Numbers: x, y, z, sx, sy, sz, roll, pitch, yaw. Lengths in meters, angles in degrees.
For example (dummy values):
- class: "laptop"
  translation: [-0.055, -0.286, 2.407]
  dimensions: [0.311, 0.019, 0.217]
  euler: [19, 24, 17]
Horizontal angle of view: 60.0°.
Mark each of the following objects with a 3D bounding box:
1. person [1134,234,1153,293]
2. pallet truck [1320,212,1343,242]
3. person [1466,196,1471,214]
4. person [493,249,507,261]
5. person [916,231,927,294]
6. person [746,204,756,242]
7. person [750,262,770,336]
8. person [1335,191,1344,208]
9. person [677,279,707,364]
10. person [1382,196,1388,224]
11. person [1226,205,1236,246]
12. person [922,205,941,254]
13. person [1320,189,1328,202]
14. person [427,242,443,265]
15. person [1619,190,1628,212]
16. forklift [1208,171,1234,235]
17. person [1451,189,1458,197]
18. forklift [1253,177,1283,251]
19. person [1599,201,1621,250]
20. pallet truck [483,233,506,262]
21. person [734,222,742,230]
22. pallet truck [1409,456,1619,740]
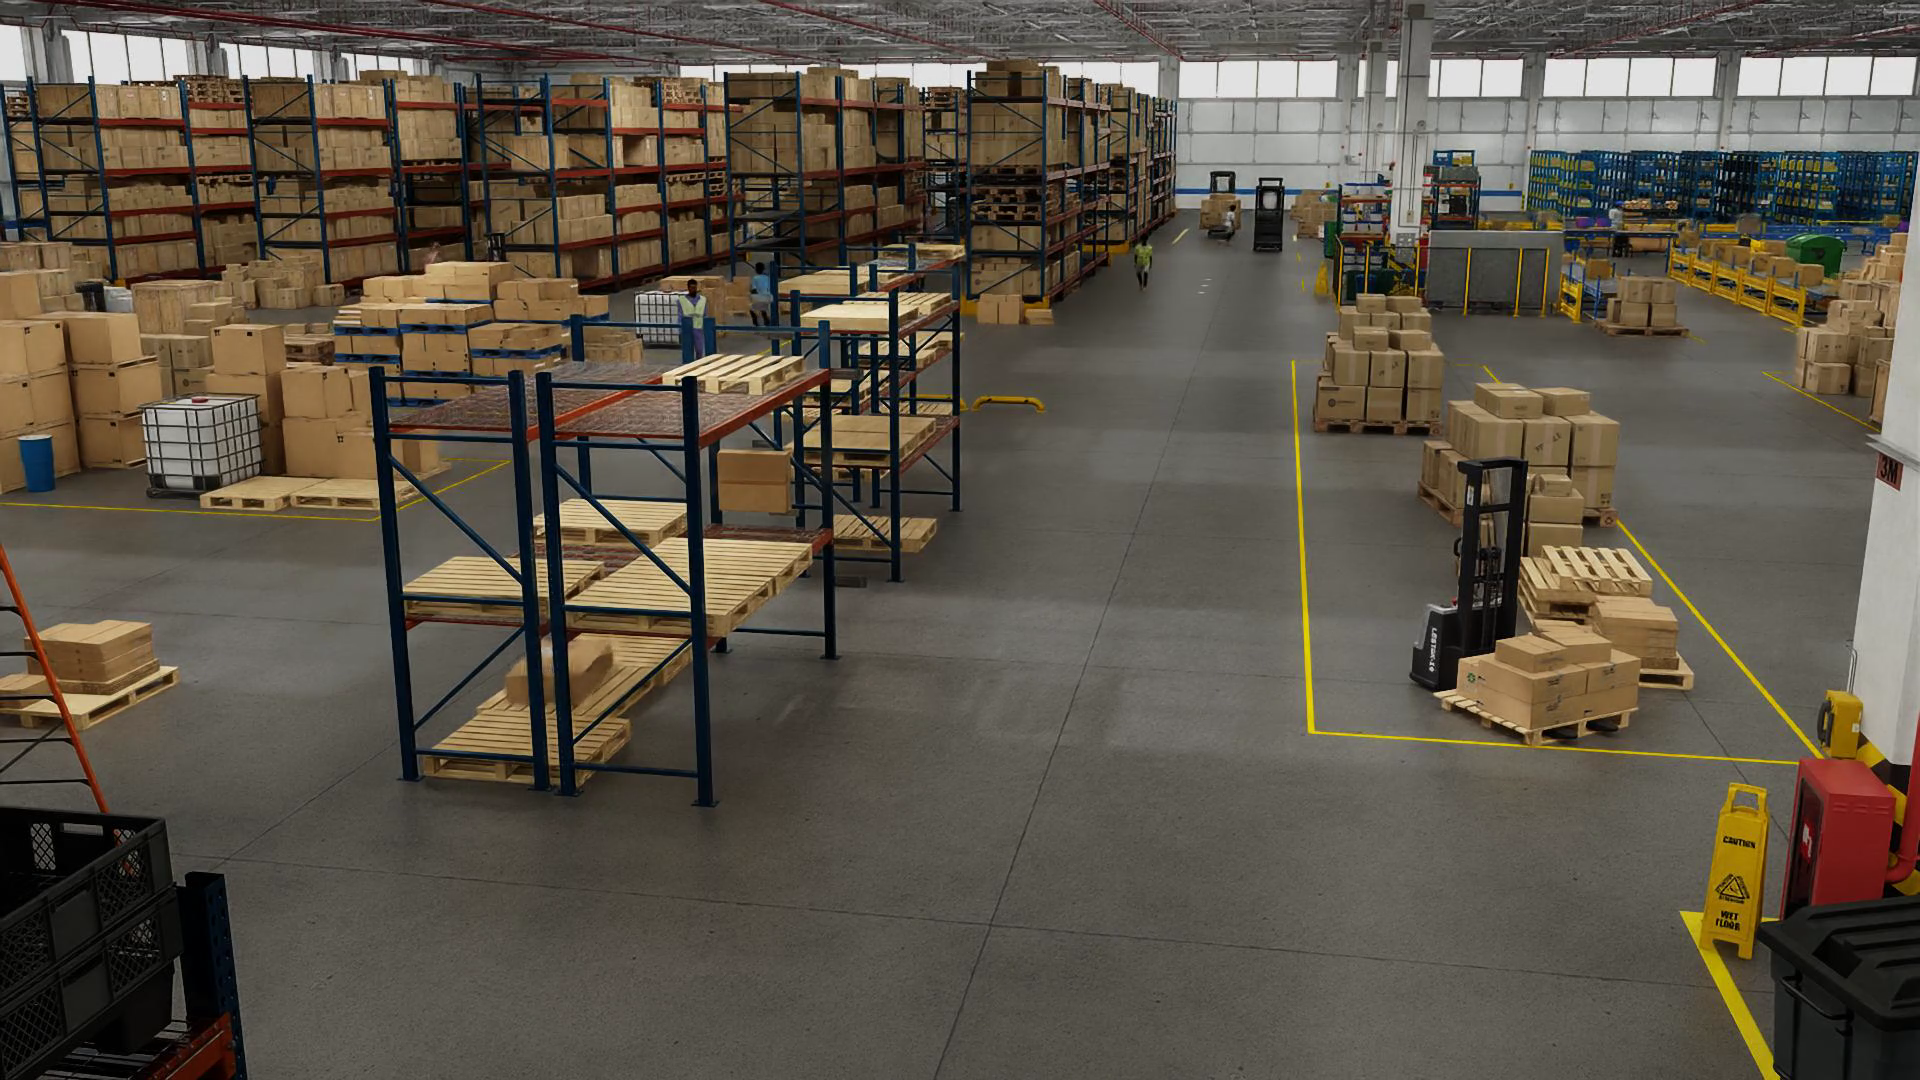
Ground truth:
- class: "person"
  translation: [5.326, -8.017, 48.189]
  dimensions: [0.545, 1.686, 0.522]
  euler: [4, 14, 15]
- class: "pallet truck"
  translation: [15.874, -13.227, 70.310]
  dimensions: [0.680, 1.201, 1.601]
  euler: [10, 17, 35]
- class: "person"
  translation: [22.120, -14.208, 73.045]
  dimensions: [0.600, 1.832, 0.404]
  euler: [5, 15, 18]
- class: "person"
  translation: [-13.210, -8.038, 47.782]
  dimensions: [0.606, 1.939, 0.599]
  euler: [0, 14, 1]
- class: "person"
  translation: [-1.083, -7.624, 46.228]
  dimensions: [0.566, 1.880, 1.008]
  euler: [1, 14, 6]
- class: "person"
  translation: [-8.212, -12.182, 64.876]
  dimensions: [0.621, 1.835, 0.590]
  euler: [9, 16, 31]
- class: "person"
  translation: [-4.604, -5.497, 37.982]
  dimensions: [0.574, 1.677, 0.544]
  euler: [10, 17, 35]
- class: "person"
  translation: [19.810, -17.553, 86.828]
  dimensions: [0.506, 1.724, 0.417]
  euler: [10, 17, 34]
- class: "person"
  translation: [-5.020, -3.942, 31.224]
  dimensions: [0.585, 1.908, 0.388]
  euler: [-8, 16, -30]
- class: "person"
  translation: [20.431, -15.765, 79.415]
  dimensions: [0.458, 1.805, 0.599]
  euler: [-5, 15, -20]
- class: "person"
  translation: [10.983, -12.745, 67.396]
  dimensions: [0.375, 1.672, 0.564]
  euler: [-2, 14, -6]
- class: "person"
  translation: [-1.233, -11.760, 63.070]
  dimensions: [1.007, 1.861, 0.662]
  euler: [9, 16, 33]
- class: "person"
  translation: [18.247, -16.699, 83.376]
  dimensions: [0.503, 1.732, 0.580]
  euler: [10, 17, 35]
- class: "person"
  translation: [-13.063, -6.515, 41.691]
  dimensions: [0.641, 1.891, 0.654]
  euler: [1, 14, 3]
- class: "person"
  translation: [33.685, -17.041, 84.553]
  dimensions: [0.404, 1.830, 0.588]
  euler: [-3, 14, -11]
- class: "forklift"
  translation: [11.843, -15.233, 75.052]
  dimensions: [1.129, 2.768, 1.873]
  euler: [3, 14, 10]
- class: "person"
  translation: [23.839, -15.988, 80.235]
  dimensions: [0.677, 1.857, 0.992]
  euler: [-6, 15, -25]
- class: "forklift"
  translation: [12.083, -12.747, 64.956]
  dimensions: [1.129, 2.768, 1.873]
  euler: [3, 14, 10]
- class: "person"
  translation: [25.568, -12.289, 65.113]
  dimensions: [0.487, 1.921, 0.695]
  euler: [-7, 15, -25]
- class: "pallet truck"
  translation: [-11.832, -7.026, 43.548]
  dimensions: [1.885, 1.965, 0.823]
  euler: [8, 16, 28]
- class: "person"
  translation: [-10.251, -15.136, 76.429]
  dimensions: [0.624, 2.013, 0.815]
  euler: [6, 15, 24]
- class: "pallet truck"
  translation: [4.504, 0.400, 13.395]
  dimensions: [0.823, 1.965, 1.885]
  euler: [-6, 15, -23]
